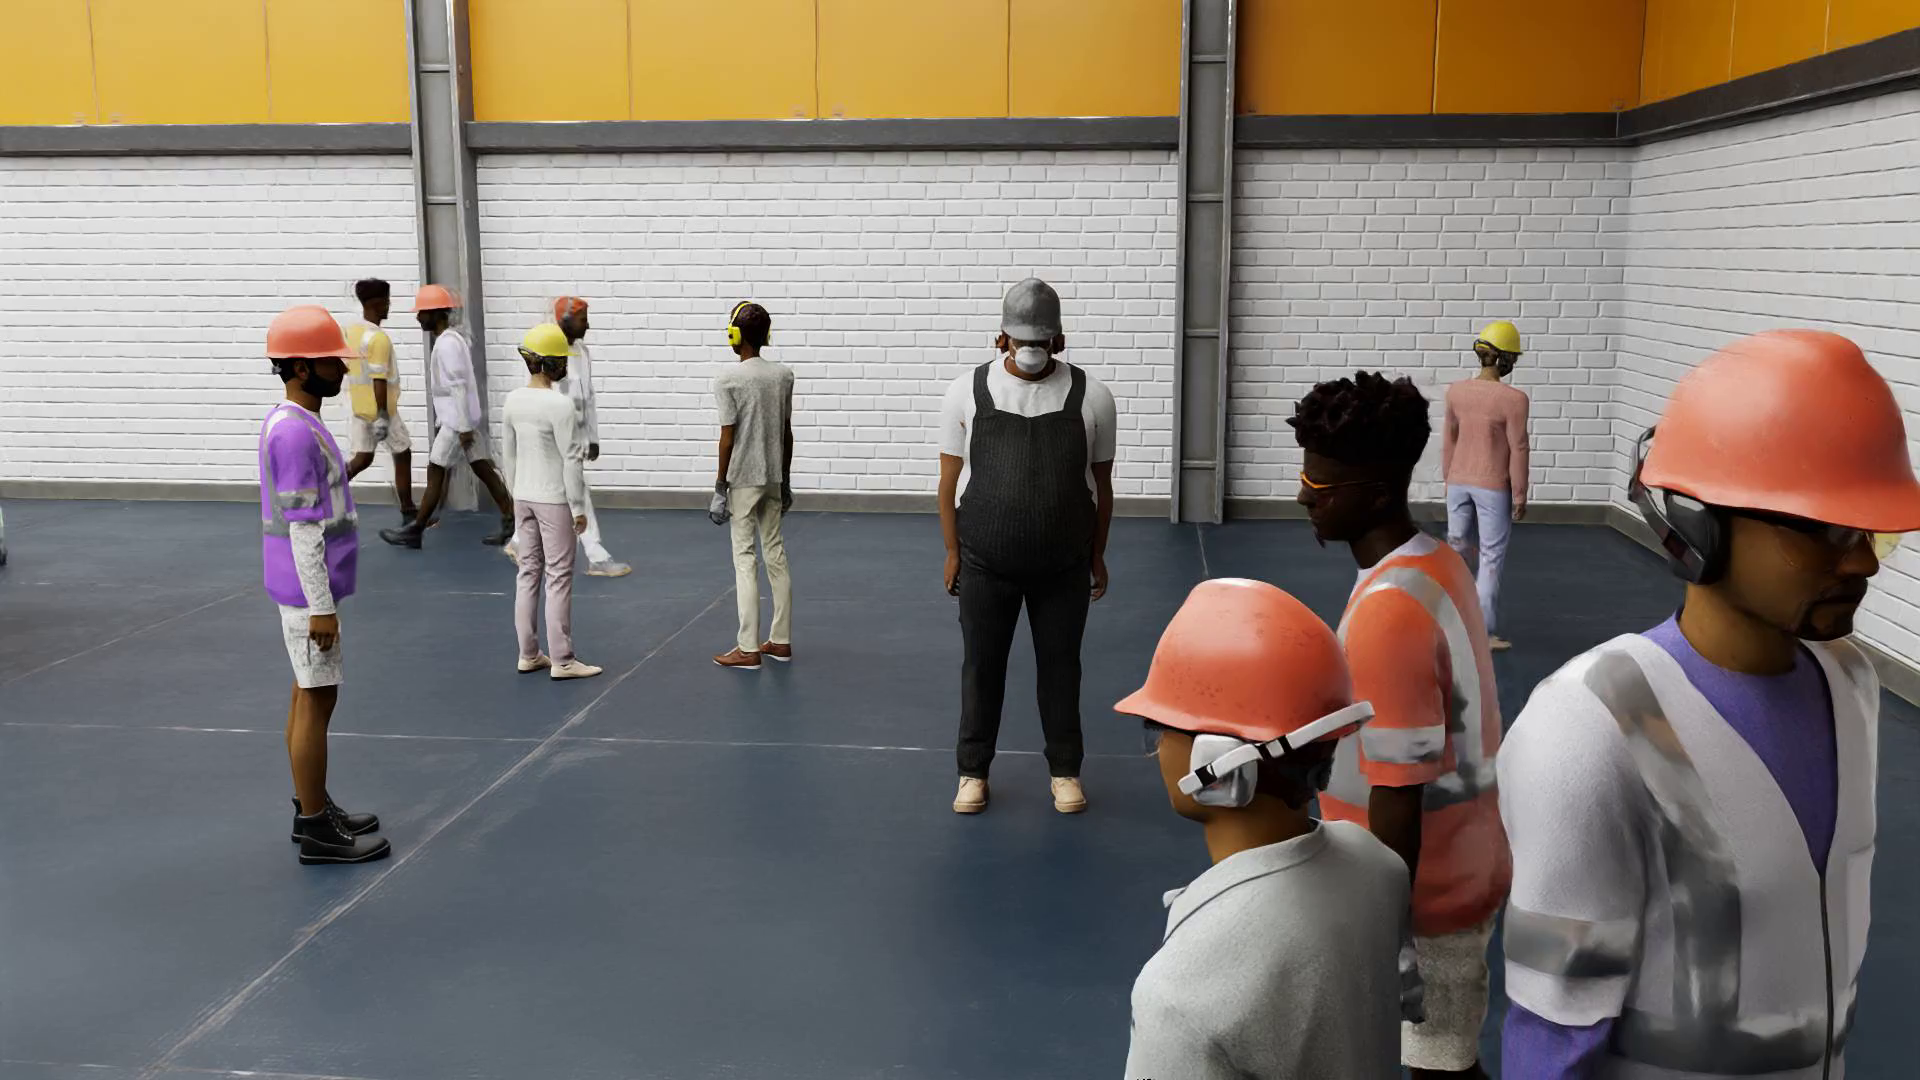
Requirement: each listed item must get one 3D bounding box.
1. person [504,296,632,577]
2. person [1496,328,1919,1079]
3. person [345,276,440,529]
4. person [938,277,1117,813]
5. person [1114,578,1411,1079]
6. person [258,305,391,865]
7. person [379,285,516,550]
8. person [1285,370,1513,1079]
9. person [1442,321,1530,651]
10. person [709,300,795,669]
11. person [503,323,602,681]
[{"bbox_3d":[-2.646,-0.692,10.982,0.995,1.839,0.591,3,10,18],"label":"person"},{"bbox_3d":[0.899,0.771,2.003,0.616,2.039,0.395,-7,12,-34],"label":"person"},{"bbox_3d":[-4.426,-0.995,12.417,0.909,1.939,0.612,-9,14,-43],"label":"person"},{"bbox_3d":[0.255,0.028,6.254,0.679,2.000,0.537,0,10,0],"label":"person"},{"bbox_3d":[0.333,0.911,2.013,0.339,1.752,0.564,6,12,33],"label":"person"},{"bbox_3d":[-2.234,0.157,5.805,0.359,1.939,0.543,-4,11,-23],"label":"person"},{"bbox_3d":[-3.617,-0.864,11.831,1.013,1.874,0.556,-2,10,-11],"label":"person"},{"bbox_3d":[0.968,0.626,3.216,0.893,1.918,0.650,3,10,16],"label":"person"},{"bbox_3d":[2.791,-0.277,8.830,0.342,1.754,0.531,-7,12,-36],"label":"person"},{"bbox_3d":[-1.063,-0.277,8.485,0.328,1.872,0.513,9,13,41],"label":"person"},{"bbox_3d":[-2.038,-0.187,8.270,0.535,1.767,0.315,8,13,38],"label":"person"}]
